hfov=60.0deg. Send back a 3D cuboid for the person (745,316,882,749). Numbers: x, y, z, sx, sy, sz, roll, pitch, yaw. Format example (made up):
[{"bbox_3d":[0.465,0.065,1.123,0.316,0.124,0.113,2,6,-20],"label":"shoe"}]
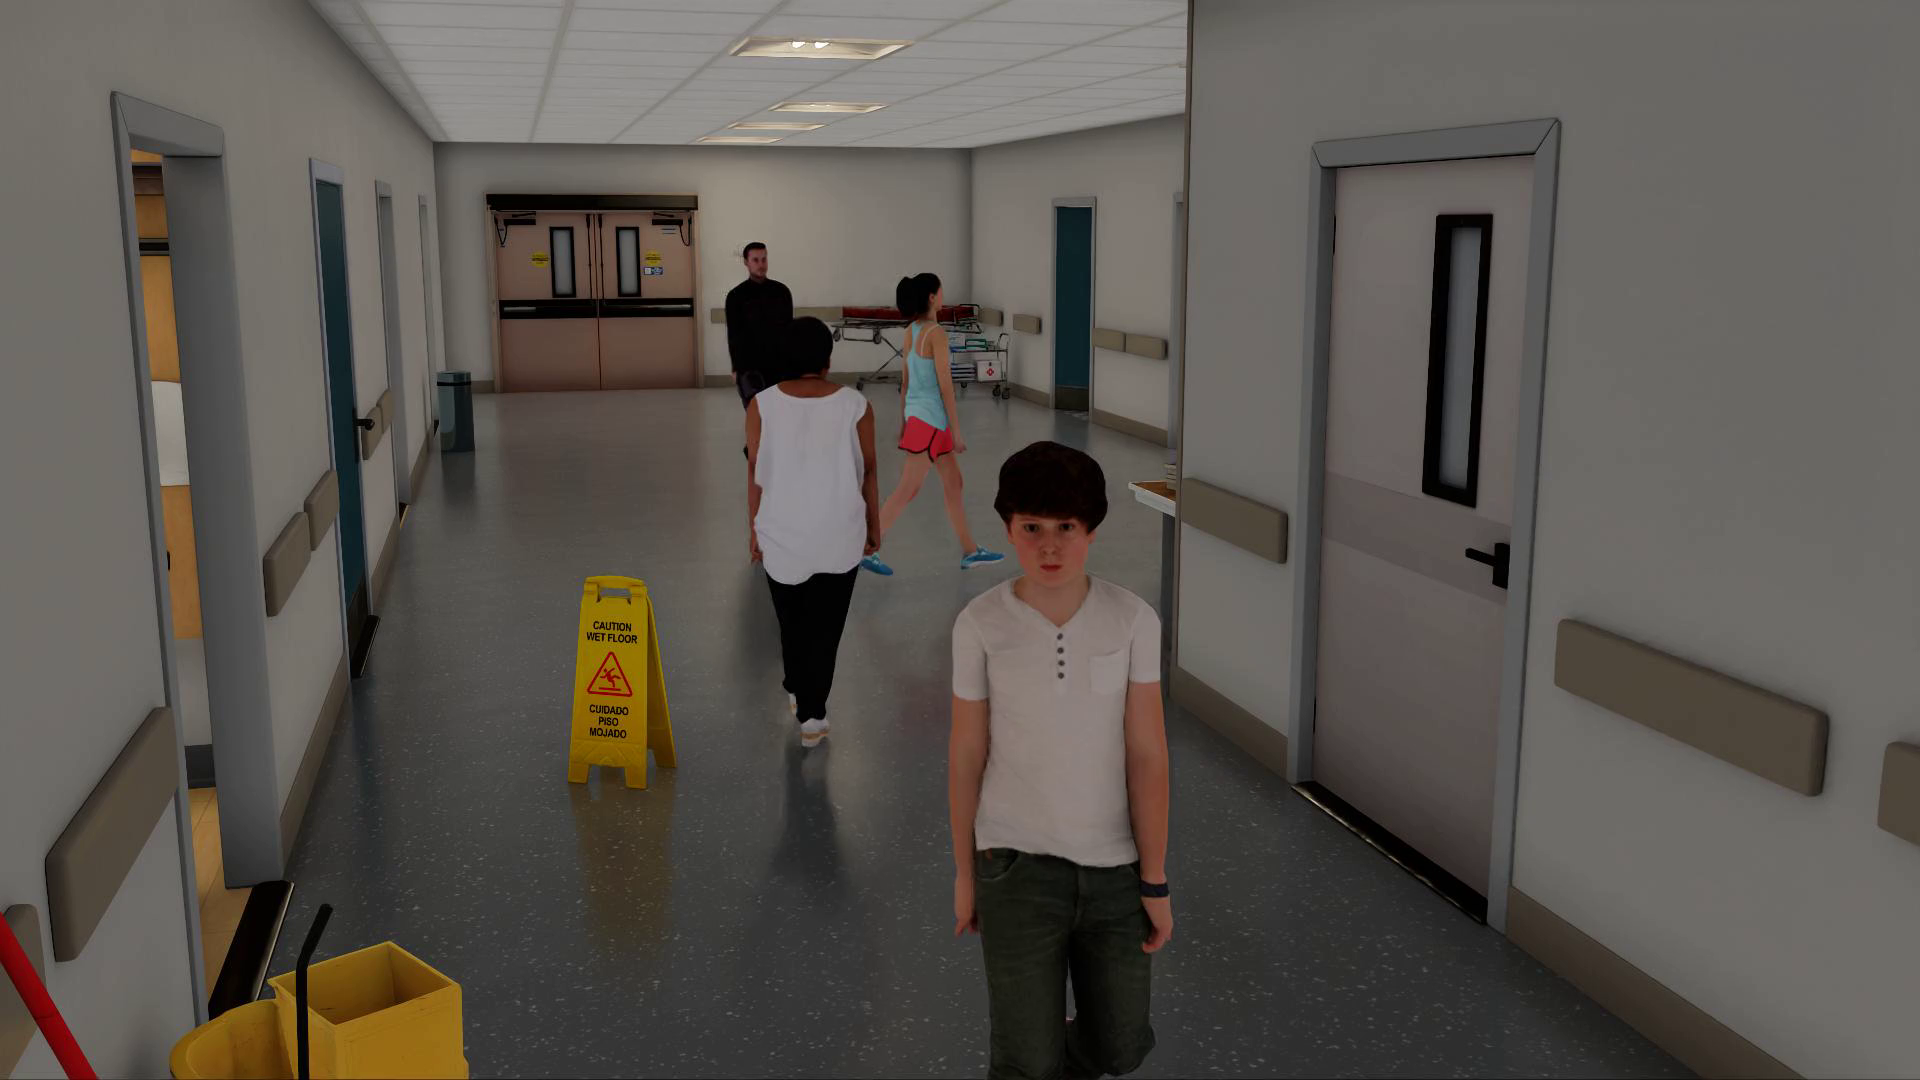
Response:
[{"bbox_3d":[-0.599,-0.014,6.491,0.844,1.660,1.009,1,11,6],"label":"person"}]

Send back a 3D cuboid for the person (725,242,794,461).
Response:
[{"bbox_3d":[-1.489,-1.248,12.393,0.899,1.883,1.166,-6,13,-31],"label":"person"}]

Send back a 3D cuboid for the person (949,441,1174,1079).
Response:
[{"bbox_3d":[0.197,0.620,3.205,0.709,1.638,0.978,0,11,-1],"label":"person"}]

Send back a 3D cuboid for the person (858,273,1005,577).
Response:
[{"bbox_3d":[-0.257,-0.599,9.415,0.810,1.720,1.202,-5,12,-26],"label":"person"}]
